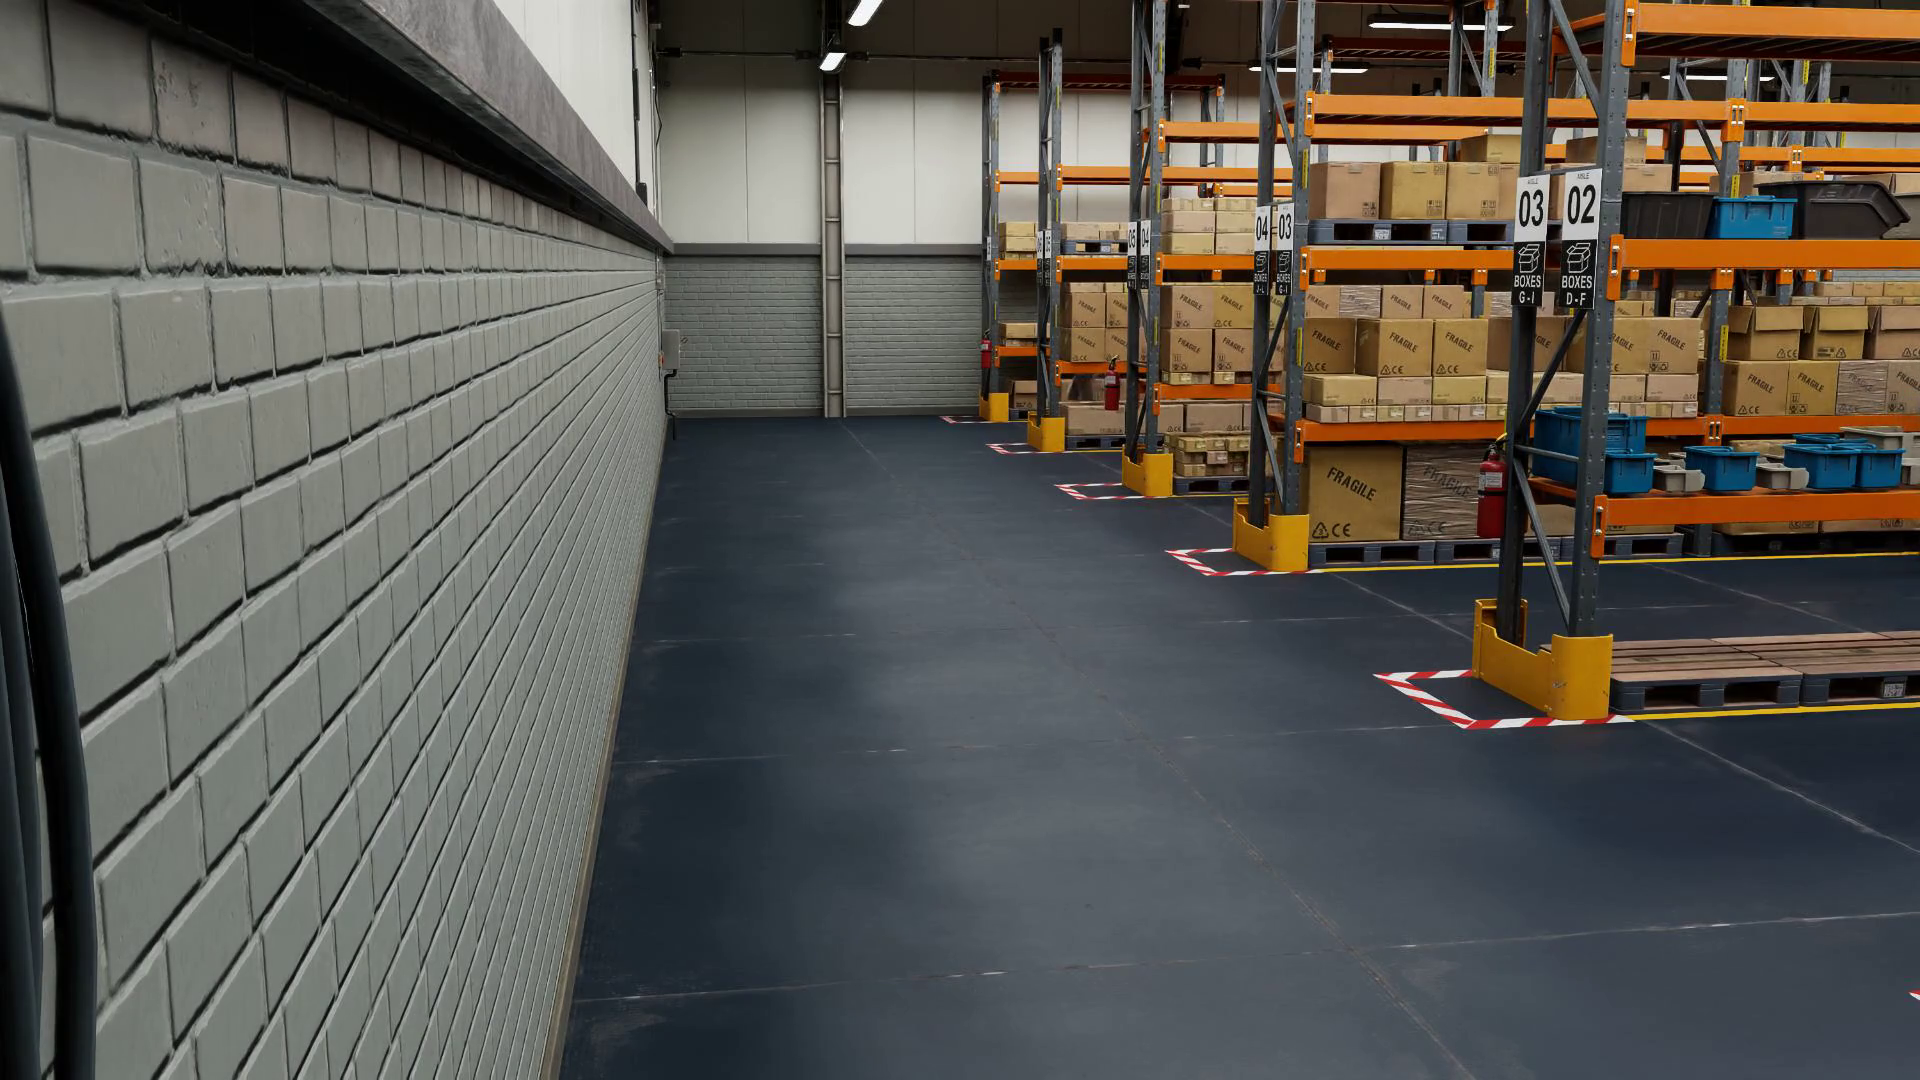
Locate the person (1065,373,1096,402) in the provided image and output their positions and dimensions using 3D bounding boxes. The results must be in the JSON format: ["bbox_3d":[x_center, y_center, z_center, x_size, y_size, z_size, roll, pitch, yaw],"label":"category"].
[{"bbox_3d":[1.849,-2.489,25.977,1.011,1.887,0.648,-2,9,-9],"label":"person"}]
